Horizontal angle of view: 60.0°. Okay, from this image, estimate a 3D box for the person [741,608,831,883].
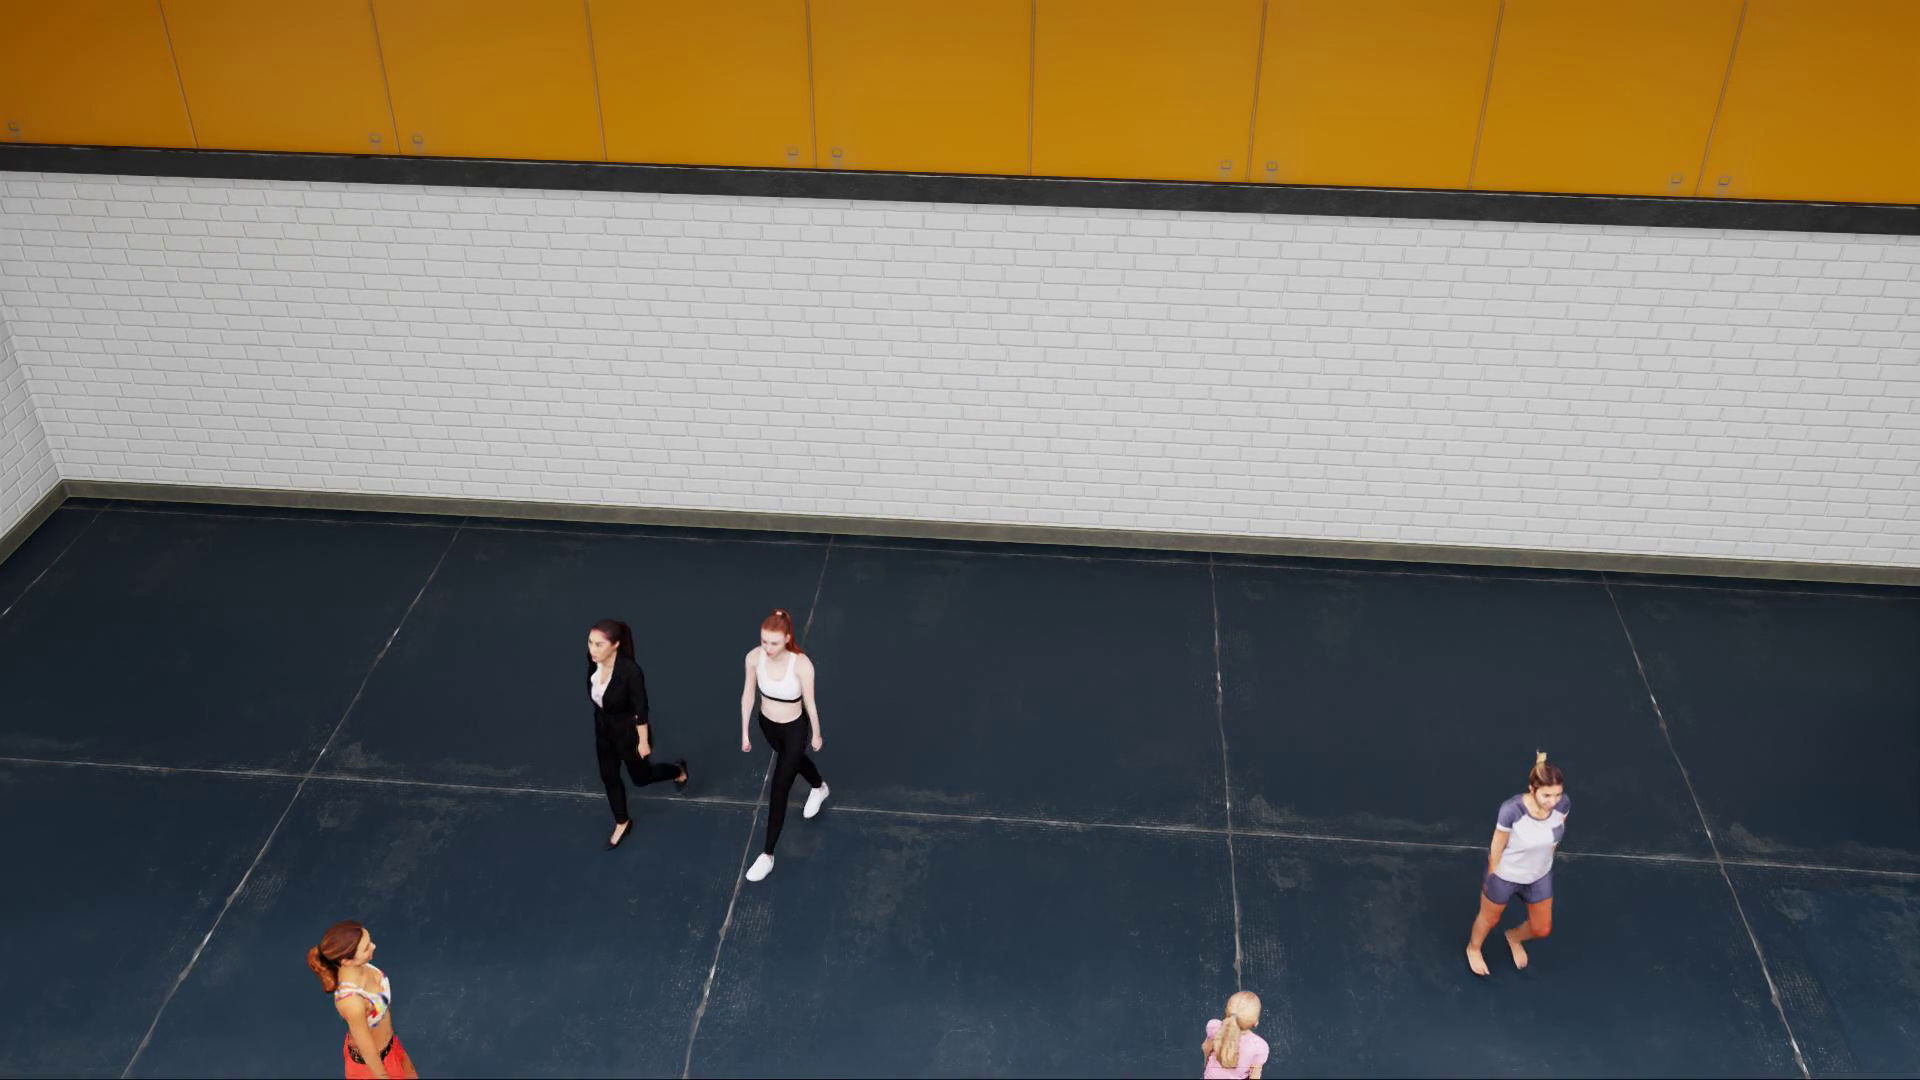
[{"bbox_3d":[-1.017,1.120,10.020,0.878,1.686,1.269,14,36,20],"label":"person"}]

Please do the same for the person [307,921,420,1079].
[{"bbox_3d":[-2.856,2.479,7.894,0.830,1.777,0.834,-11,35,-16],"label":"person"}]

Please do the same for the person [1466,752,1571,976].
[{"bbox_3d":[3.044,1.787,9.094,0.652,1.601,0.694,-7,34,-10],"label":"person"}]

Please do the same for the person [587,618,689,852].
[{"bbox_3d":[-1.977,1.124,10.054,0.885,1.642,1.033,22,40,30],"label":"person"}]

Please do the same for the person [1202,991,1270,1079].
[{"bbox_3d":[1.269,2.695,8.052,0.681,1.242,0.983,14,36,20],"label":"person"}]
